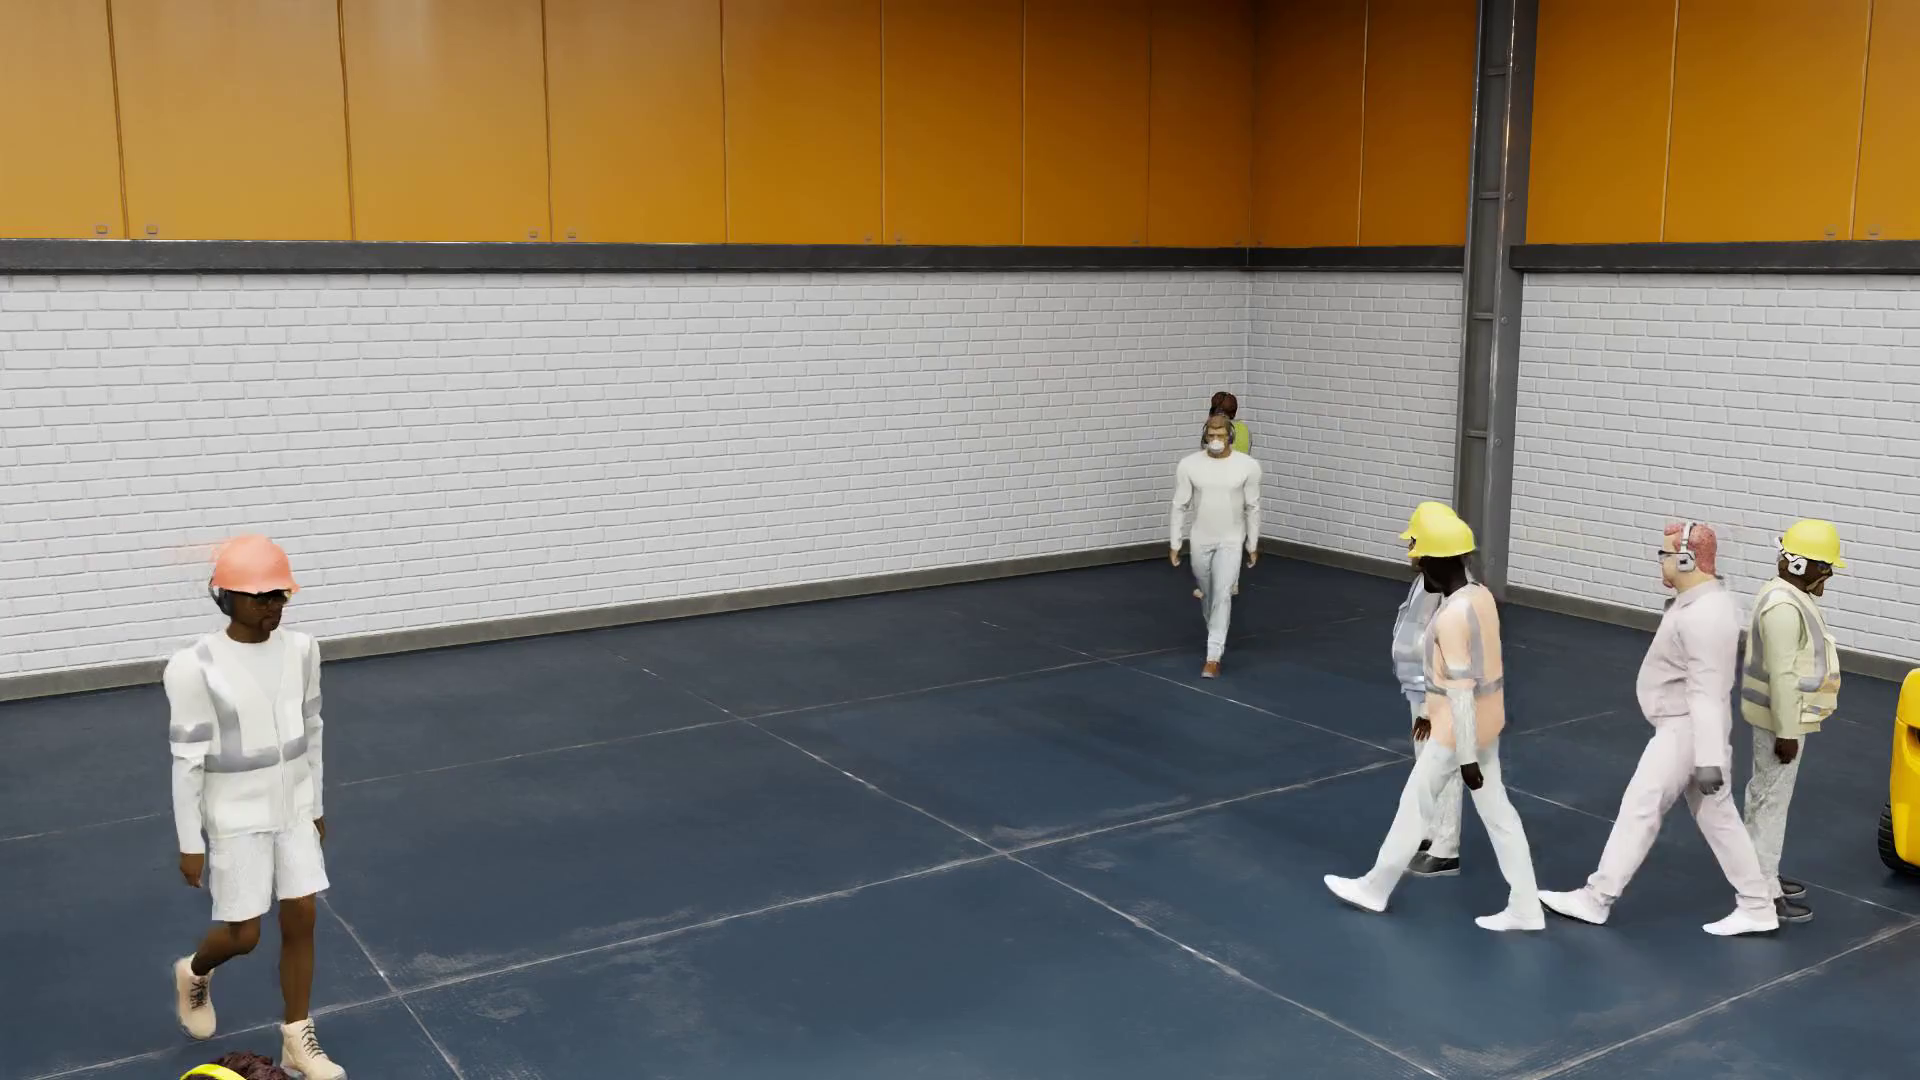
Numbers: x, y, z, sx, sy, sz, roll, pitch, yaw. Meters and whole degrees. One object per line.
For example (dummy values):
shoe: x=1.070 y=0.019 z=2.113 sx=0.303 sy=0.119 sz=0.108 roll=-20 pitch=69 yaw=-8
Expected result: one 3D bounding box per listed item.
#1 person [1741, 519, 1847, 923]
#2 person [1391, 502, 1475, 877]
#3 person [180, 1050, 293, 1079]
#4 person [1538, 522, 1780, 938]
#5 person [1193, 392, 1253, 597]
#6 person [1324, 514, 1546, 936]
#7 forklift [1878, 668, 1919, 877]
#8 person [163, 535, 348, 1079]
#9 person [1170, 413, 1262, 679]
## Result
person: x=3.788 y=0.806 z=7.612 sx=0.404 sy=1.822 sz=0.586 roll=4 pitch=10 yaw=25
person: x=2.309 y=0.719 z=8.130 sx=0.403 sy=1.826 sz=0.592 roll=0 pitch=9 yaw=2
person: x=-1.020 y=1.638 z=2.483 sx=0.514 sy=1.860 sz=0.327 roll=0 pitch=9 yaw=0
person: x=3.167 y=0.840 z=7.320 sx=0.991 sy=1.855 sz=0.643 roll=5 pitch=11 yaw=27
person: x=2.319 y=-0.398 z=14.798 sx=0.429 sy=1.847 sz=0.627 roll=8 pitch=12 yaw=40
person: x=2.180 y=0.817 z=7.398 sx=0.984 sy=1.868 sz=0.589 roll=6 pitch=11 yaw=33
forklift: x=5.511 y=0.571 z=7.906 sx=2.313 sy=2.155 sz=1.214 roll=-6 pitch=11 yaw=-33
person: x=-2.581 y=0.968 z=6.027 sx=0.742 sy=2.024 sz=0.624 roll=6 pitch=11 yaw=31
person: x=1.888 y=0.000 z=12.266 sx=0.647 sy=1.898 sz=1.013 roll=3 pitch=10 yaw=18
